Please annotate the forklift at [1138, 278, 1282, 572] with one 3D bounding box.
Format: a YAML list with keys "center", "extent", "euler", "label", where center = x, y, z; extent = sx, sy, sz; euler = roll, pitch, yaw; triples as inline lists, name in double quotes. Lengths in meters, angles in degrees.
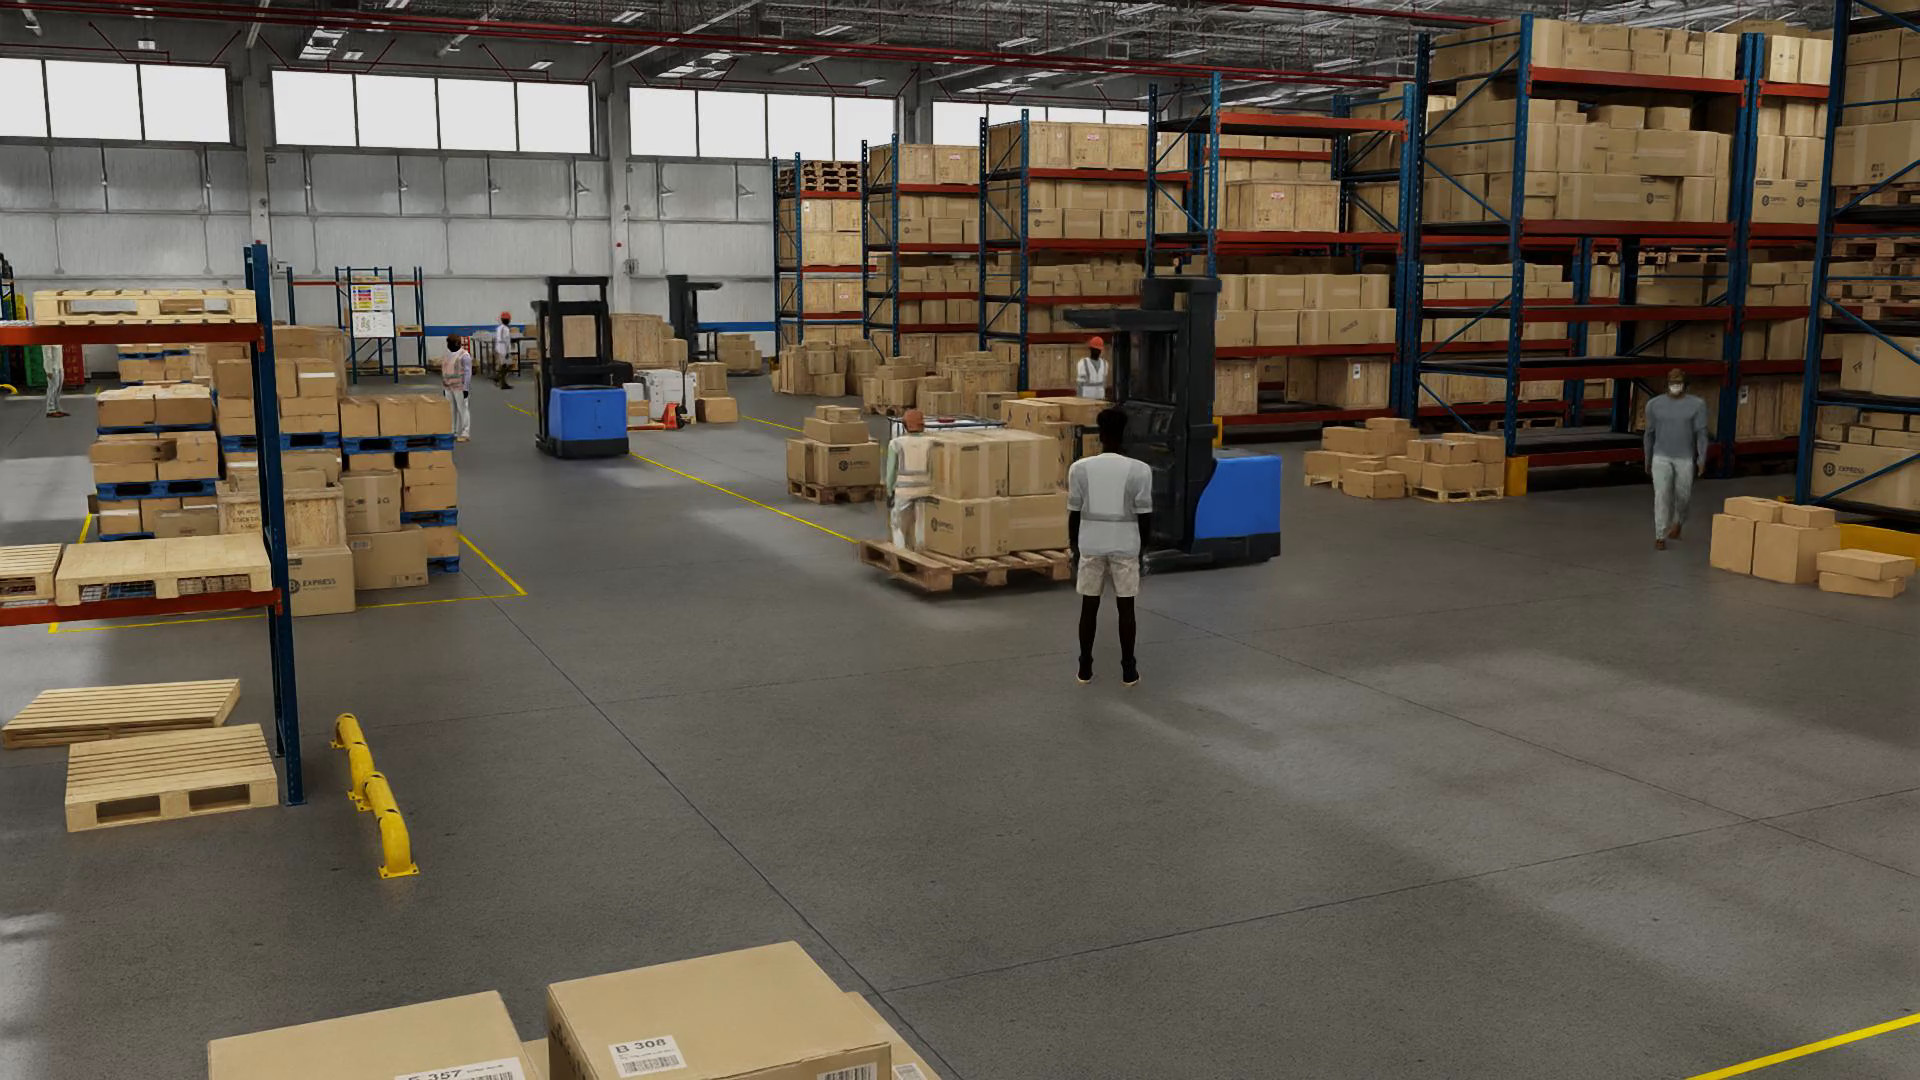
- center: [2.163, -1.179, 16.402]
  extent: [1.873, 2.768, 1.129]
  euler: [-4, 10, -25]
  label: "forklift"

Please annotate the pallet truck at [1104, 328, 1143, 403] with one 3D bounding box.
- center: [2.881, -2.596, 27.923]
  extent: [0.823, 1.965, 1.885]
  euler: [-1, 9, -7]
  label: "pallet truck"

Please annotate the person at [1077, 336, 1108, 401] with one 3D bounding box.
- center: [2.064, -2.277, 26.279]
  extent: [0.560, 1.906, 0.961]
  euler: [-4, 10, -21]
  label: "person"

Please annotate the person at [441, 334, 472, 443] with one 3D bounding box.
- center: [-8.575, -2.574, 28.274]
  extent: [0.625, 1.844, 0.429]
  euler: [6, 11, 31]
  label: "person"

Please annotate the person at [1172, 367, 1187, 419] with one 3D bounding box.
- center: [2.422, -1.051, 18.903]
  extent: [0.532, 1.823, 0.961]
  euler: [3, 10, 16]
  label: "person"

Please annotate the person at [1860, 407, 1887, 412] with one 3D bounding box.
- center: [12.122, -1.598, 21.900]
  extent: [1.005, 1.955, 0.622]
  euler: [-2, 9, -14]
  label: "person"

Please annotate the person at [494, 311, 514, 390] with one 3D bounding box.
- center: [-11.206, -4.650, 40.878]
  extent: [0.504, 1.922, 0.557]
  euler: [-8, 12, -40]
  label: "person"

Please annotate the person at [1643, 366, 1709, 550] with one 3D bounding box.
- center: [7.524, -0.875, 17.510]
  extent: [0.636, 1.918, 0.766]
  euler: [5, 10, 27]
  label: "person"

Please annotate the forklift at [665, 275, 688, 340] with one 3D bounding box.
- center: [-7.034, -5.233, 41.551]
  extent: [1.873, 2.768, 1.129]
  euler: [0, 9, 3]
  label: "forklift"

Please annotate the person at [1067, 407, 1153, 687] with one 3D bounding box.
- center: [1.047, 0.050, 11.648]
  extent: [0.603, 1.957, 0.386]
  euler: [2, 9, 14]
  label: "person"

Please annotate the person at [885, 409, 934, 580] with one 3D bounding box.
- center: [-0.432, -0.404, 15.464]
  extent: [0.528, 1.630, 0.326]
  euler: [-1, 9, -8]
  label: "person"

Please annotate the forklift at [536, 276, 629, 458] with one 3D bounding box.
- center: [-5.984, -2.761, 26.216]
  extent: [1.129, 2.768, 1.873]
  euler: [-4, 10, -25]
  label: "forklift"

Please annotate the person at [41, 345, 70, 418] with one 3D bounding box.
- center: [-18.024, -3.391, 33.089]
  extent: [0.366, 1.932, 0.632]
  euler: [-1, 9, -9]
  label: "person"
